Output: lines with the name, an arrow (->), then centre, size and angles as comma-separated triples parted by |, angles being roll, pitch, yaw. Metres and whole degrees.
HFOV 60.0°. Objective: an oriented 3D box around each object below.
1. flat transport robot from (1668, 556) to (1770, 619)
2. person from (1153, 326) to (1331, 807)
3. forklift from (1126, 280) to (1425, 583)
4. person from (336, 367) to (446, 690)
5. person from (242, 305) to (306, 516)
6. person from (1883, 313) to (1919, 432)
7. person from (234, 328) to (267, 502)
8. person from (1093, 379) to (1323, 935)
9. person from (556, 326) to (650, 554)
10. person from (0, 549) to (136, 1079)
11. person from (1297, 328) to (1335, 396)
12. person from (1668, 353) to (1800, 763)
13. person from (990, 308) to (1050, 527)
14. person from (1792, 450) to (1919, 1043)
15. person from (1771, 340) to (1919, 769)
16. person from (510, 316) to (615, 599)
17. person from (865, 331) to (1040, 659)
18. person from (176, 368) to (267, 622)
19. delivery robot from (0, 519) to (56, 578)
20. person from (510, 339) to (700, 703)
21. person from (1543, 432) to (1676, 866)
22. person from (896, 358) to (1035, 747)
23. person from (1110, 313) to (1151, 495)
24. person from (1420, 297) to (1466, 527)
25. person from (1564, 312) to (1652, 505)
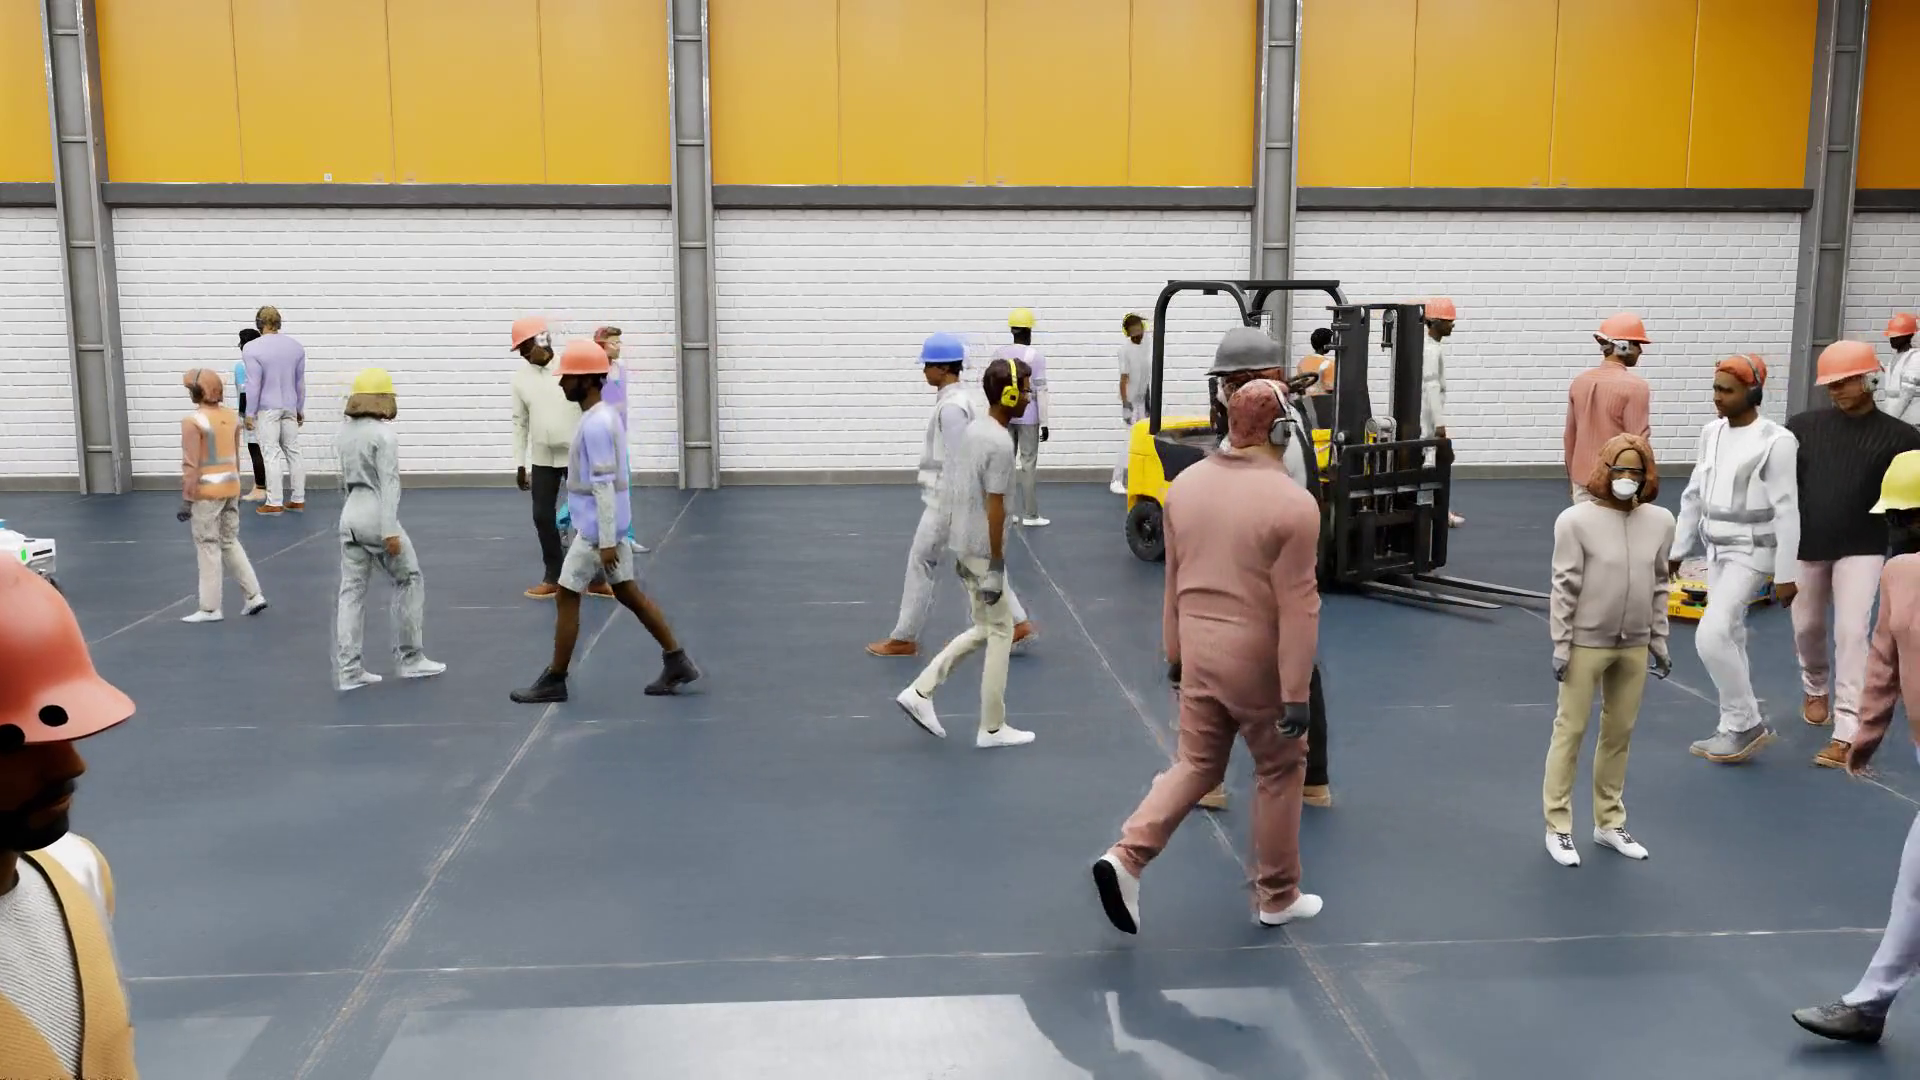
flat transport robot -> 5.018, 0.305, 11.182 | 1.431, 0.197, 0.652 | -8, 12, -41
person -> 1.175, 0.104, 6.902 | 0.838, 2.000, 0.749 | 5, 10, 27
forklift -> 2.301, -0.860, 12.475 | 1.214, 2.155, 2.313 | -6, 11, -35
person -> -3.123, -0.071, 9.008 | 0.511, 1.710, 0.717 | 6, 11, 33
person -> -6.321, -1.191, 15.355 | 0.355, 1.938, 0.636 | 5, 10, 29
person -> 8.671, -1.141, 15.290 | 0.985, 1.880, 0.533 | 0, 9, -1
person -> -6.894, -1.221, 16.300 | 0.321, 1.697, 0.529 | 2, 9, 14
person -> 0.873, 0.411, 5.500 | 0.819, 1.882, 0.655 | -8, 12, -40
person -> -2.887, -0.794, 13.237 | 0.783, 1.826, 0.576 | 4, 10, 23
person -> -1.042, 0.962, 1.837 | 0.379, 1.938, 0.547 | 0, 9, 1
person -> 3.608, -1.301, 16.834 | 0.321, 1.690, 0.530 | -6, 11, -31
person -> 3.490, 0.093, 7.514 | 0.451, 1.867, 0.596 | -1, 9, -4
person -> 0.535, -1.076, 14.667 | 0.587, 1.928, 0.363 | 6, 11, 35
person -> 2.787, 0.605, 4.774 | 0.852, 1.719, 0.533 | 0, 9, 1
person -> 4.138, 0.023, 7.812 | 0.589, 1.916, 1.038 | 7, 12, 38
person -> -2.648, -0.538, 11.278 | 0.778, 1.950, 0.390 | 1, 9, 5
person -> -0.011, -0.248, 9.561 | 0.989, 1.905, 0.629 | 1, 9, 5
person -> -4.765, -0.277, 10.614 | 0.357, 1.651, 0.521 | 1, 9, 9
delivery robot -> -6.521, 0.103, 11.269 | 0.707, 0.478, 0.477 | 2, 9, 10
person -> -1.825, -0.093, 8.617 | 0.967, 1.901, 0.564 | -1, 9, -6
person -> 2.451, 0.408, 6.272 | 0.501, 1.631, 0.285 | -2, 9, -12
person -> 0.046, 0.071, 7.752 | 0.592, 1.839, 0.557 | -4, 10, -22
person -> 1.743, -1.369, 16.827 | 0.401, 1.836, 0.595 | 6, 11, 31
person -> 4.163, -1.083, 14.434 | 0.782, 2.013, 0.641 | 2, 9, 15
person -> 3.902, -0.366, 10.011 | 0.392, 1.991, 0.612 | -4, 10, -22
